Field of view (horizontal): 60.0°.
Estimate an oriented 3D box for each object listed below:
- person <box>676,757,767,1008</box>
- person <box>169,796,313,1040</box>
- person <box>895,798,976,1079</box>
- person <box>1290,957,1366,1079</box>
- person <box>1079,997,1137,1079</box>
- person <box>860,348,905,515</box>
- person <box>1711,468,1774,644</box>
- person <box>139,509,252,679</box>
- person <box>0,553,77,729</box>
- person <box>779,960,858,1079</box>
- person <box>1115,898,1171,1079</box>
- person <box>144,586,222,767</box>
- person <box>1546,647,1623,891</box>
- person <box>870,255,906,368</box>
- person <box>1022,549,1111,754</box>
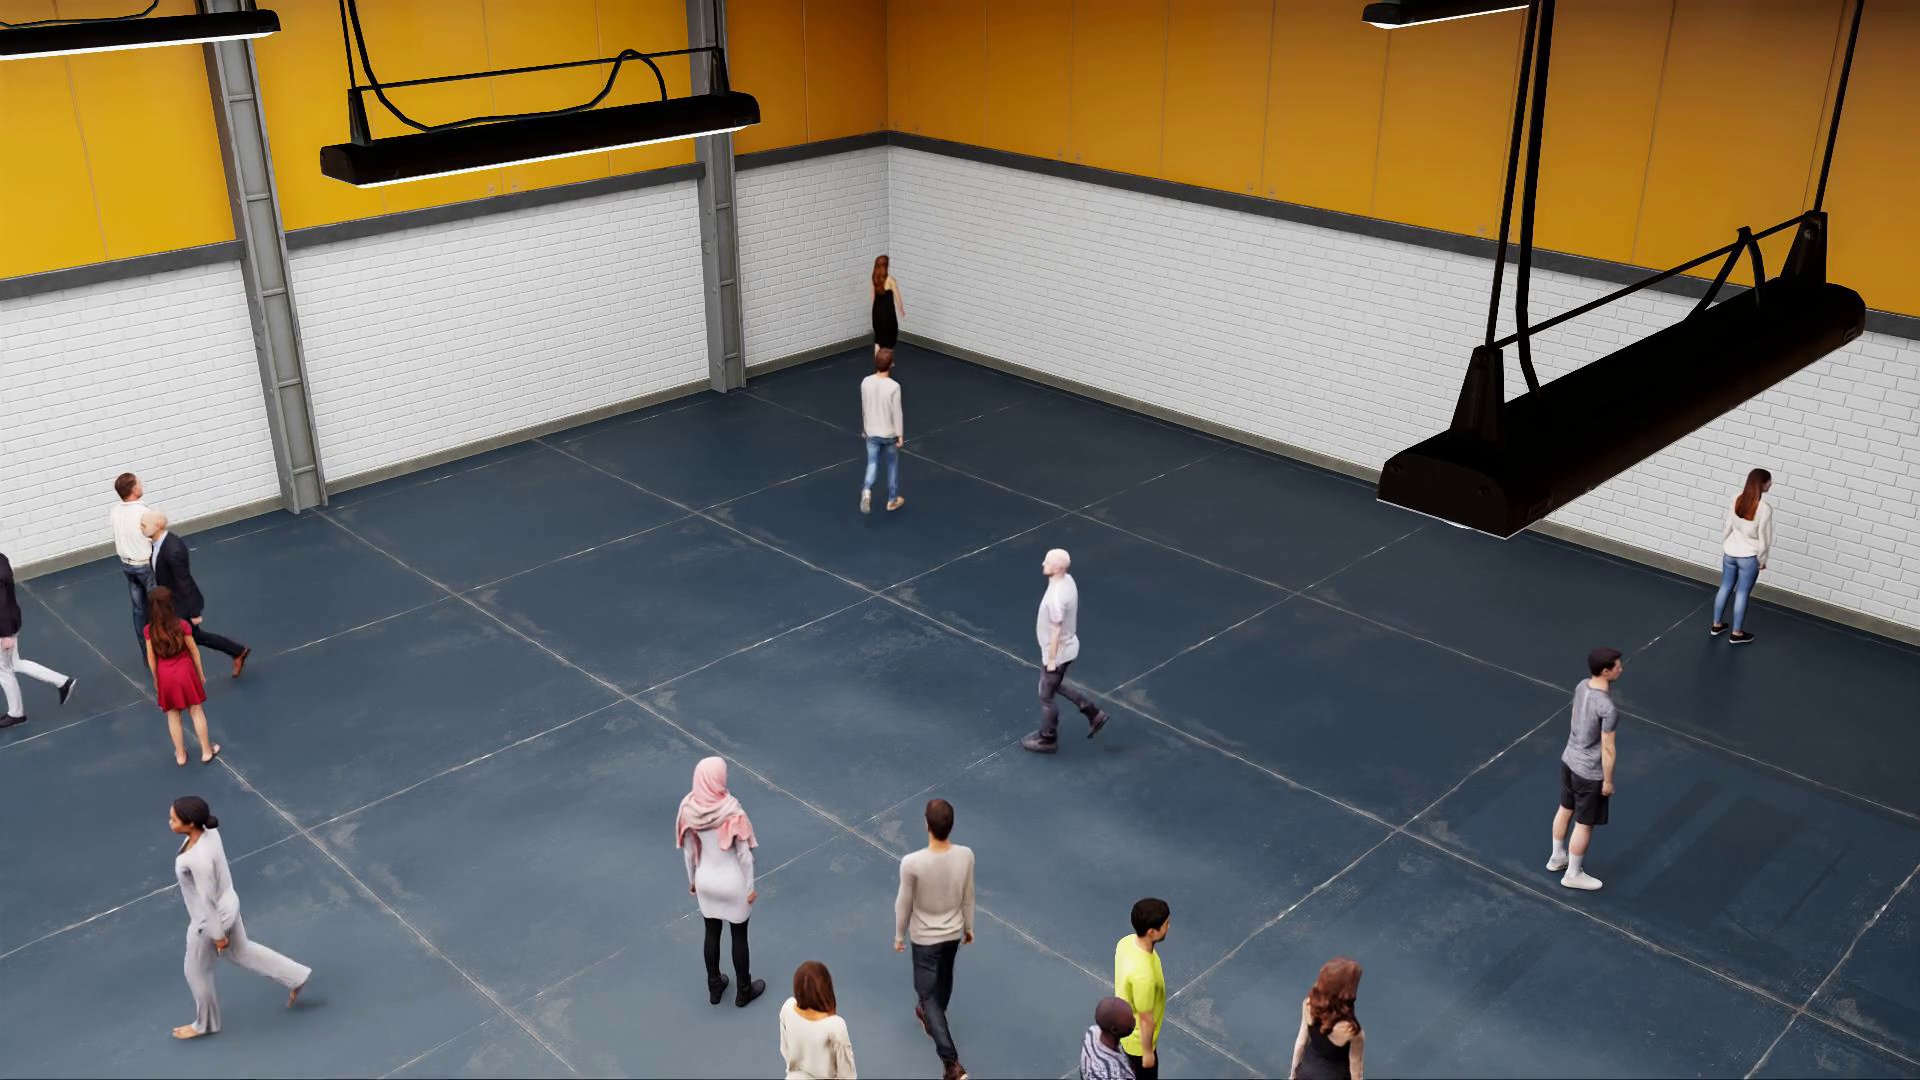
[{"bbox_3d":[-1.528,2.199,10.664,0.718,1.803,0.729,8,25,17],"label":"person"},{"bbox_3d":[-4.603,2.338,10.467,1.175,1.707,0.989,-6,24,-13],"label":"person"},{"bbox_3d":[-0.117,2.441,10.064,1.168,1.841,0.977,-11,26,-23],"label":"person"},{"bbox_3d":[1.896,3.018,8.914,1.154,1.704,0.644,-20,31,-38],"label":"person"},{"bbox_3d":[0.691,3.120,8.594,1.084,1.774,0.944,-6,24,-13],"label":"person"},{"bbox_3d":[-0.887,-1.147,18.219,0.926,1.884,1.106,9,25,19],"label":"person"},{"bbox_3d":[7.311,0.136,15.521,0.668,1.694,0.687,-10,26,-22],"label":"person"},{"bbox_3d":[-6.702,0.531,14.519,1.114,1.772,0.759,-19,30,-37],"label":"person"},{"bbox_3d":[-7.947,0.722,14.016,1.060,1.825,0.890,-10,25,-21],"label":"person"},{"bbox_3d":[-0.772,2.984,9.021,0.660,1.682,0.614,14,27,29],"label":"person"},{"bbox_3d":[0.991,2.775,9.470,0.717,1.705,0.691,-4,24,-8],"label":"person"},{"bbox_3d":[-6.358,1.097,13.499,0.661,1.553,0.722,-7,24,-15],"label":"person"},{"bbox_3d":[4.480,1.612,11.920,0.763,1.874,0.738,-3,24,-7],"label":"person"},{"bbox_3d":[-1.079,-3.144,23.120,0.655,1.617,0.671,13,27,27],"label":"person"},{"bbox_3d":[0.883,0.922,13.566,1.000,1.820,1.008,5,24,12],"label":"person"}]
